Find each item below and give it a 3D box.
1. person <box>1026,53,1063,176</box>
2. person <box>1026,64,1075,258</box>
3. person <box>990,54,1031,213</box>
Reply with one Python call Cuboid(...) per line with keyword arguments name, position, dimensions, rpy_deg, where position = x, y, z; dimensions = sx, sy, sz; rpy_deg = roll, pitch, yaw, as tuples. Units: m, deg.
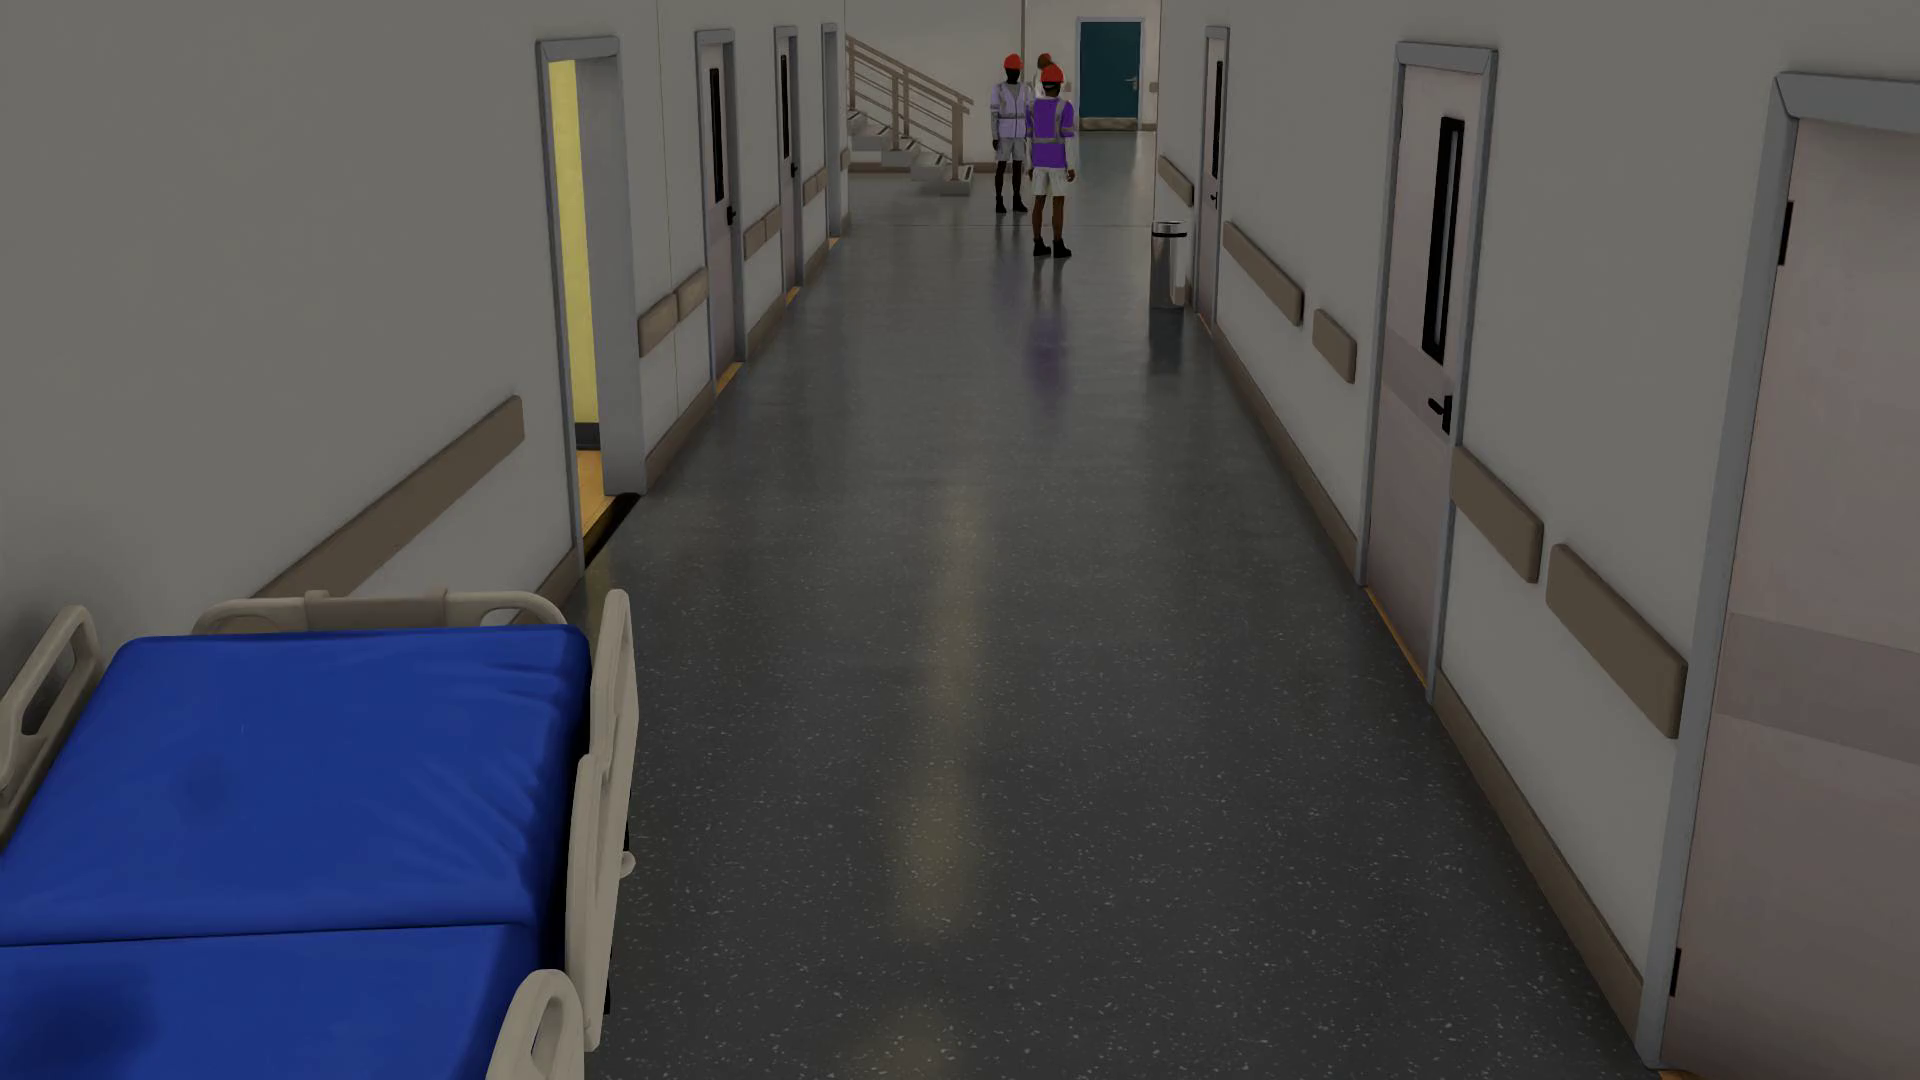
Cuboid(name="person", position=(1.373, -6.576, 25.699), dimensions=(0.595, 1.845, 0.997), rpy_deg=(11, 21, 31))
Cuboid(name="person", position=(0.932, -3.871, 17.049), dimensions=(0.547, 1.933, 0.381), rpy_deg=(11, 21, 32))
Cuboid(name="person", position=(0.648, -5.088, 20.845), dimensions=(0.545, 1.941, 0.350), rpy_deg=(-7, 19, -22))
